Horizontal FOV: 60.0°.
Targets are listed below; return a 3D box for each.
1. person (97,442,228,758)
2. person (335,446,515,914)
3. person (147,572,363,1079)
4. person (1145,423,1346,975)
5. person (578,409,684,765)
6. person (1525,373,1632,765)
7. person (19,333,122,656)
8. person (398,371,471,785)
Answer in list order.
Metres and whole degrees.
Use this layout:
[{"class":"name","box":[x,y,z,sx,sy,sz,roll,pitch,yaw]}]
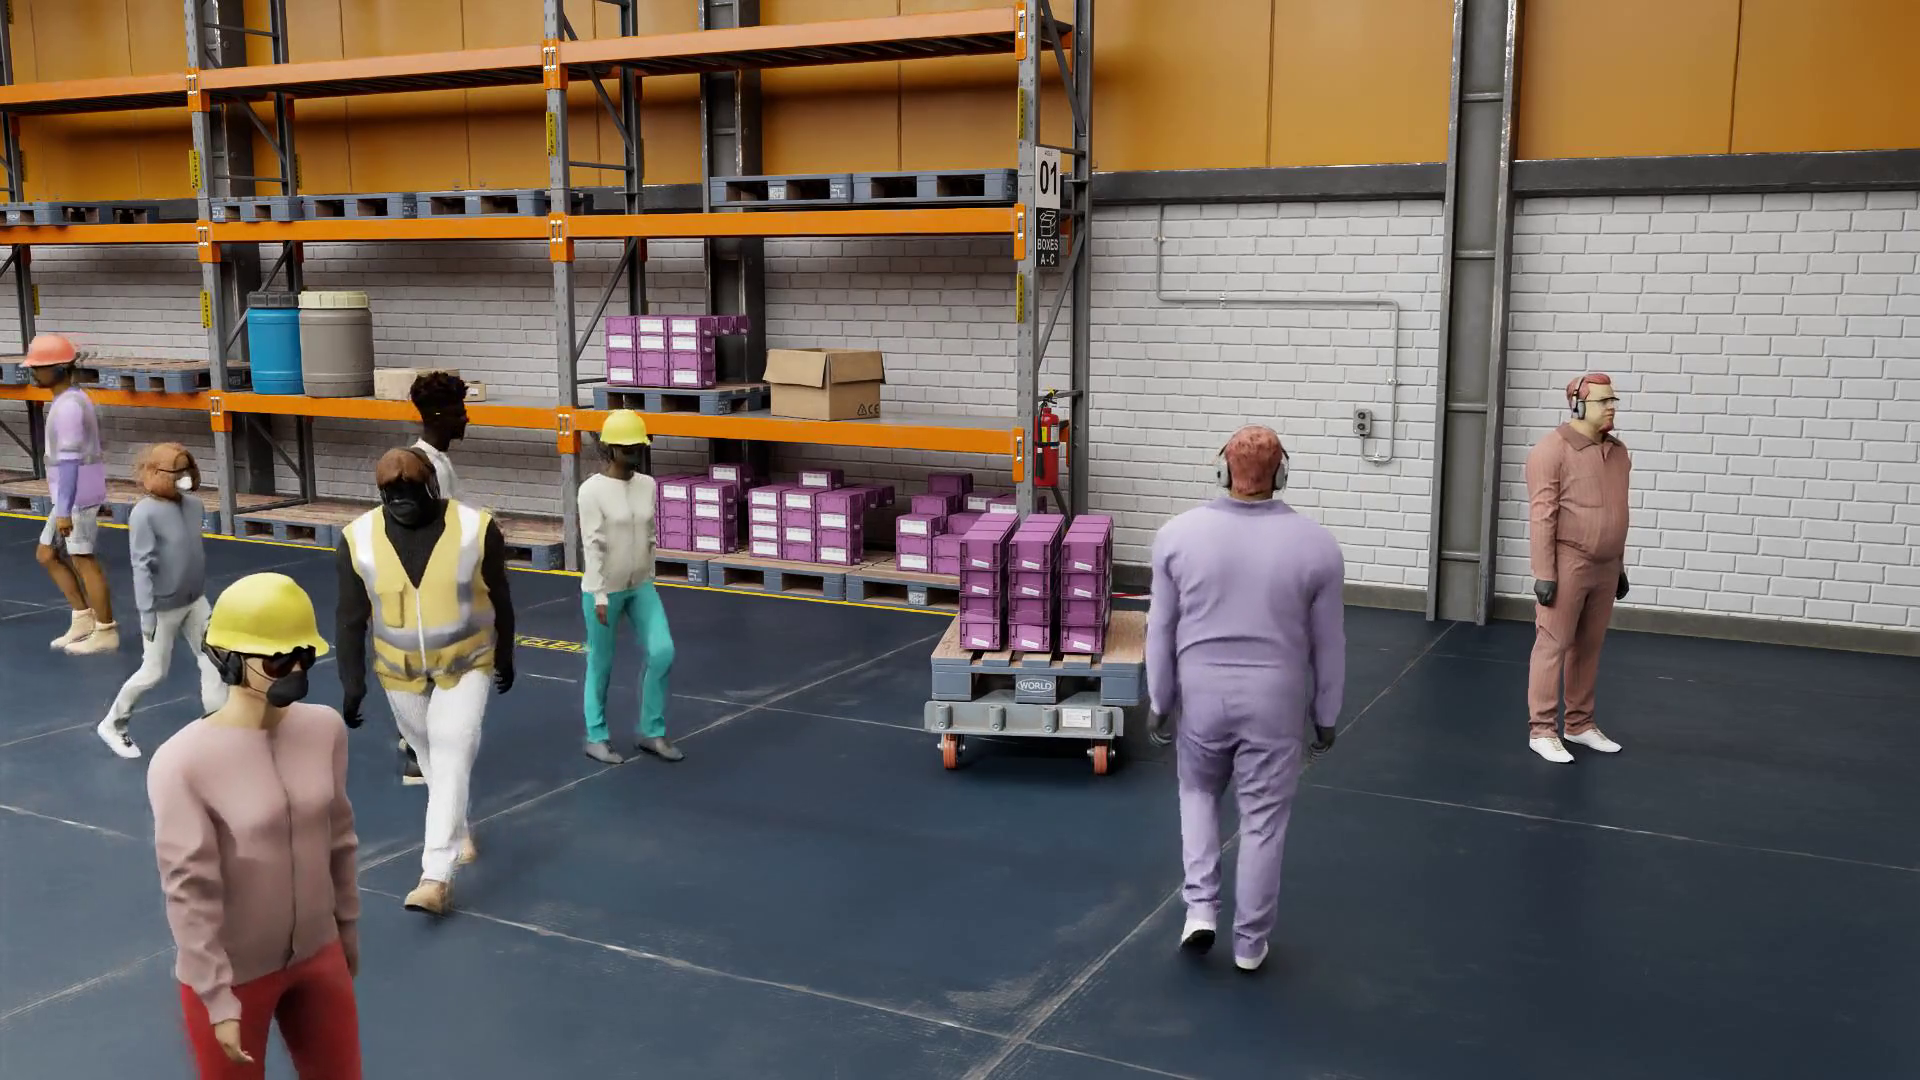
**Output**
[{"class":"person","box":[-3.872,0.312,8.089,0.794,1.597,0.515,2,9,14]},{"class":"person","box":[-2.058,0.502,6.431,0.630,1.758,1.039,-1,9,-6]},{"class":"person","box":[-1.514,0.943,3.693,0.357,1.764,0.538,5,10,27]},{"class":"person","box":[0.976,0.549,5.696,0.670,1.895,0.433,2,10,14]},{"class":"person","box":[-1.604,0.247,8.049,0.622,1.748,0.538,7,12,38]},{"class":"person","box":[3.080,0.133,8.224,0.643,1.913,0.410,-6,11,-31]},{"class":"person","box":[-5.549,-0.262,10.311,0.564,2.022,0.656,-5,10,-27]},{"class":"person","box":[-2.457,0.186,7.788,0.445,1.950,0.611,-2,9,-12]}]
